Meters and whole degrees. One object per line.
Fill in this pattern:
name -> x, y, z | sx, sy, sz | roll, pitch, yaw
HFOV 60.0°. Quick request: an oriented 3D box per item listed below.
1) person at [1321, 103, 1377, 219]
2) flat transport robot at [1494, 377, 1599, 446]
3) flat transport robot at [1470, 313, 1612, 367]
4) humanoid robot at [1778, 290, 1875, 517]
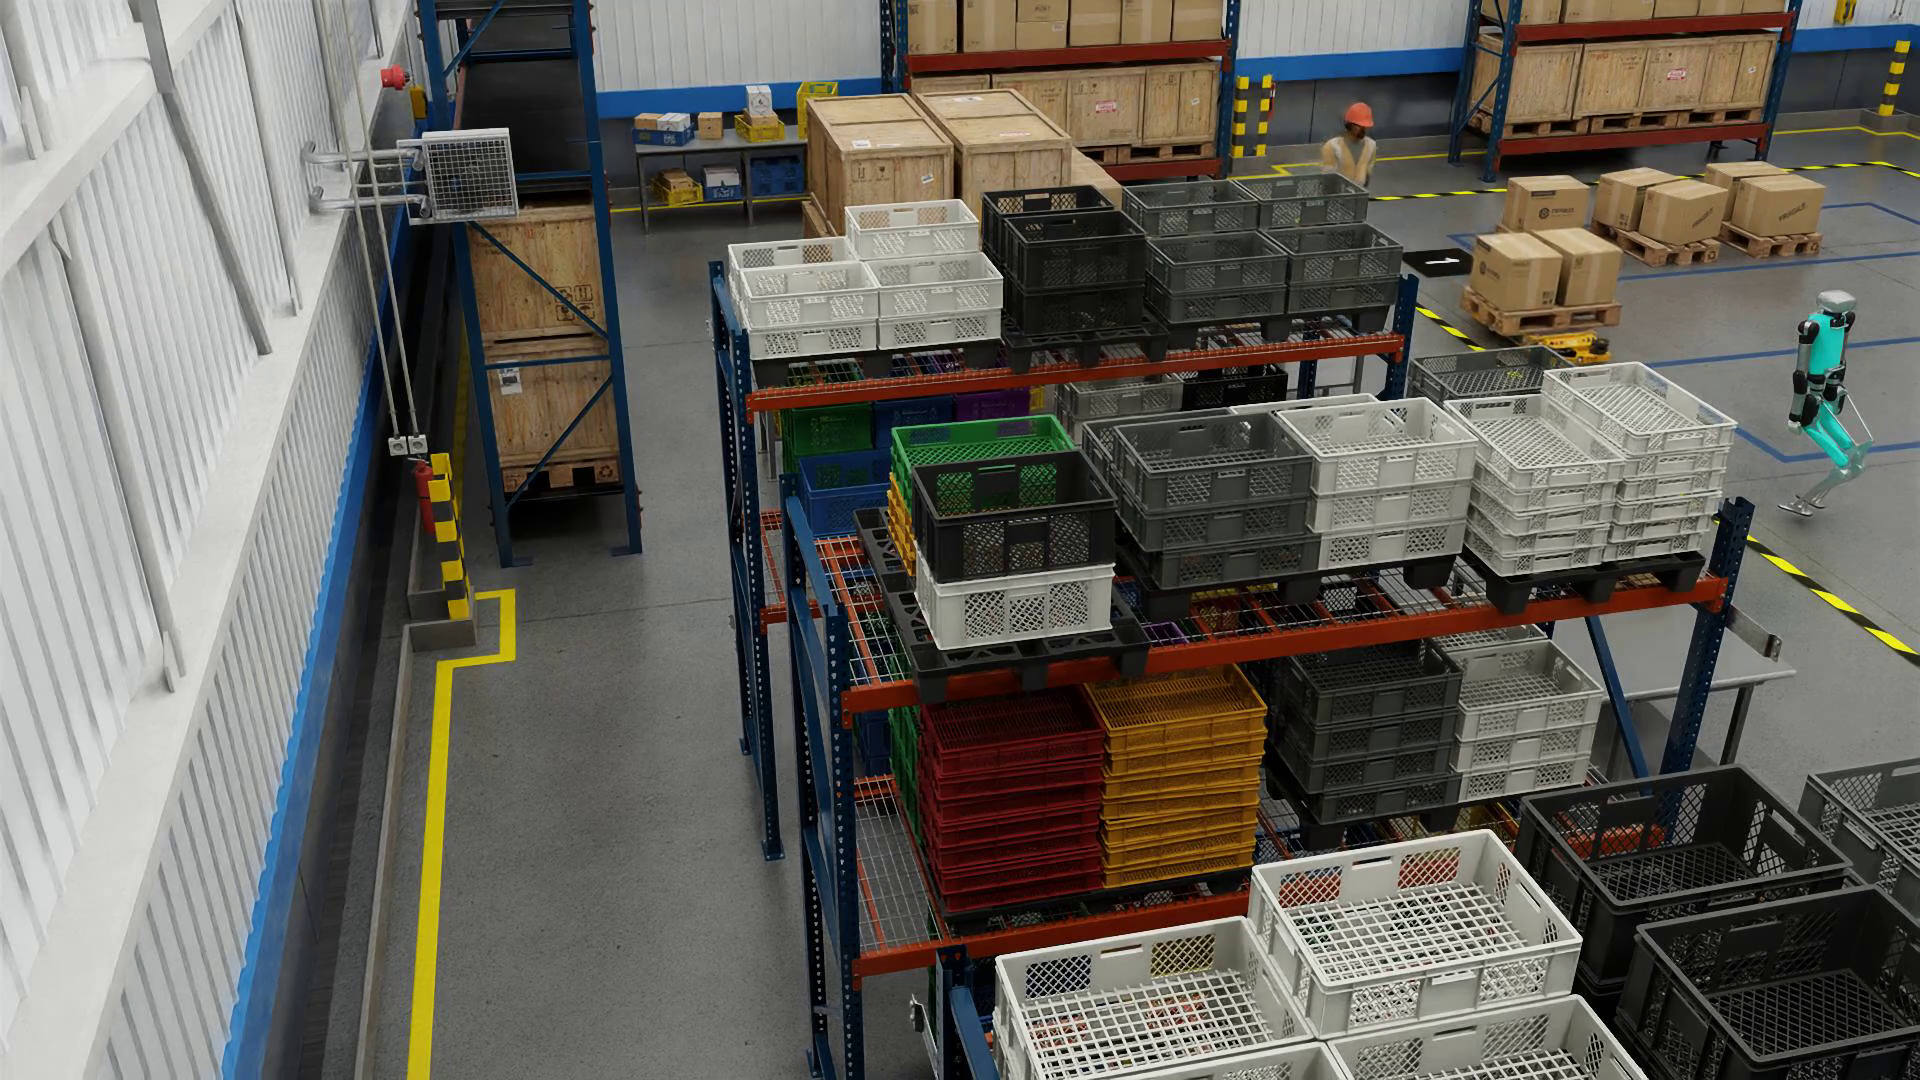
person -> 3.843, -3.370, 16.608 | 0.612, 1.990, 1.066 | -7, 29, -13
flat transport robot -> 4.780, -1.036, 14.013 | 0.659, 0.231, 1.431 | -6, 28, -12
flat transport robot -> 5.518, -2.014, 15.838 | 0.652, 0.197, 1.431 | -6, 28, -12
humanoid robot -> 6.402, -0.944, 12.119 | 0.533, 1.677, 0.735 | -16, 32, -27
